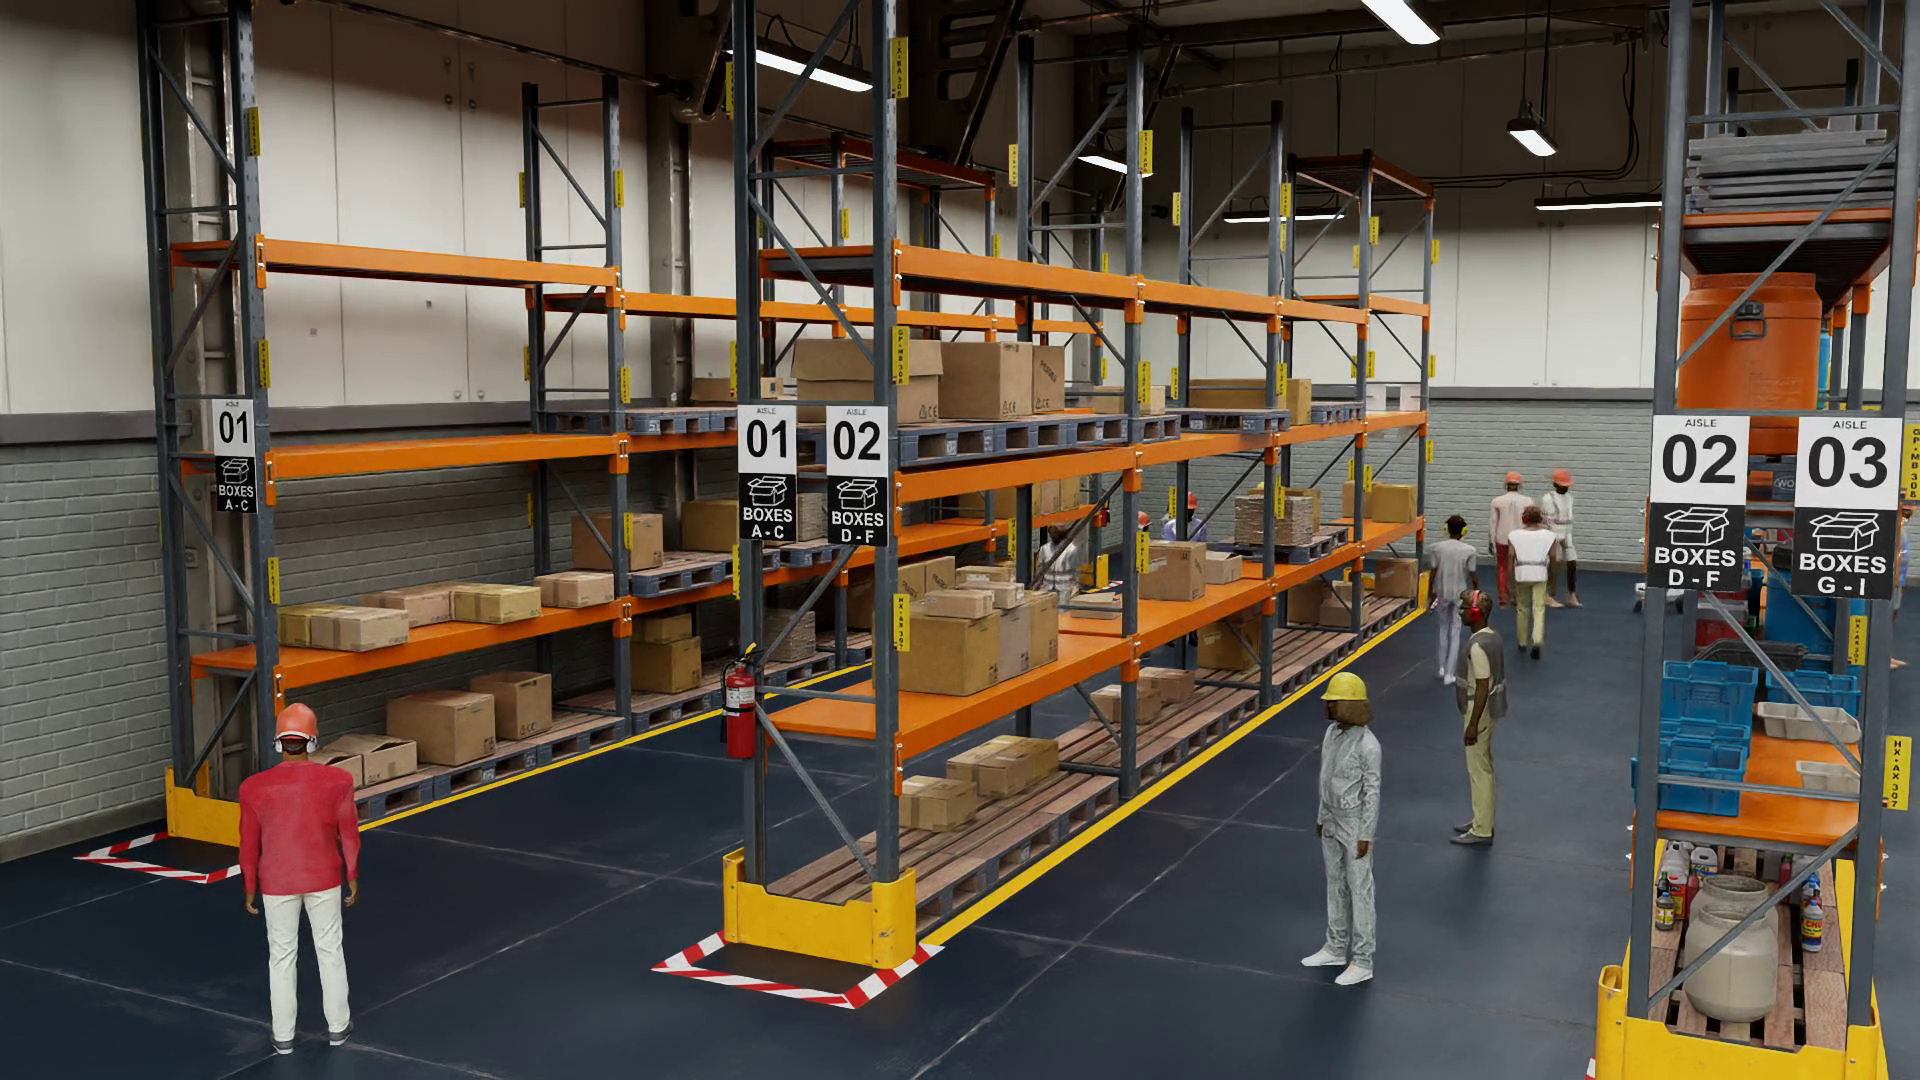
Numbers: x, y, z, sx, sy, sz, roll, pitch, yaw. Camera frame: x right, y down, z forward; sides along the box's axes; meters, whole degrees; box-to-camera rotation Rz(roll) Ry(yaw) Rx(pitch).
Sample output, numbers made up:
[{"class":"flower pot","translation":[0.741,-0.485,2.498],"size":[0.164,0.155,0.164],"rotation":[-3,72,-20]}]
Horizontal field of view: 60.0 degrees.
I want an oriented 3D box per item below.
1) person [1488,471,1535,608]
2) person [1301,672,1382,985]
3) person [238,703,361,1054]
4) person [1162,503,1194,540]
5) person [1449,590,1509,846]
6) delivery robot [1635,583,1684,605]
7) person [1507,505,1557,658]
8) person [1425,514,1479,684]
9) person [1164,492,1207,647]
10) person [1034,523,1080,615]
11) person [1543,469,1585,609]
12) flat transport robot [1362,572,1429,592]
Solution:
[{"class":"person","translation":[7.877,0.006,23.732],"size":[0.657,1.972,0.520],"rotation":[2,6,15]},{"class":"person","translation":[2.155,1.602,9.335],"size":[0.299,1.745,0.483],"rotation":[-2,6,-21]},{"class":"person","translation":[-3.329,1.693,8.404],"size":[0.568,1.750,0.342],"rotation":[-2,6,-22]},{"class":"person","translation":[3.019,0.184,23.131],"size":[0.483,1.745,0.304],"rotation":[-1,6,-13]},{"class":"person","translation":[3.758,1.279,12.000],"size":[0.372,1.840,0.570],"rotation":[3,6,23]},{"class":"delivery robot","translation":[9.824,0.704,23.317],"size":[0.707,0.478,0.477],"rotation":[-3,7,-26]},{"class":"person","translation":[6.827,0.483,19.869],"size":[0.572,1.812,0.917],"rotation":[2,6,15]},{"class":"person","translation":[5.442,0.635,18.269],"size":[0.551,1.841,0.795],"rotation":[3,7,30]},{"class":"person","translation":[2.781,0.370,20.460],"size":[0.543,1.928,0.400],"rotation":[-1,6,-9]},{"class":"person","translation":[1.156,0.585,19.951],"size":[0.545,1.586,0.865],"rotation":[3,7,31]},{"class":"person","translation":[8.600,-0.006,23.699],"size":[0.629,2.003,0.570],"rotation":[-3,7,-27]},{"class":"flat transport robot","translation":[6.622,0.665,25.541],"size":[0.652,0.197,1.431],"rotation":[-1,6,-9]}]
